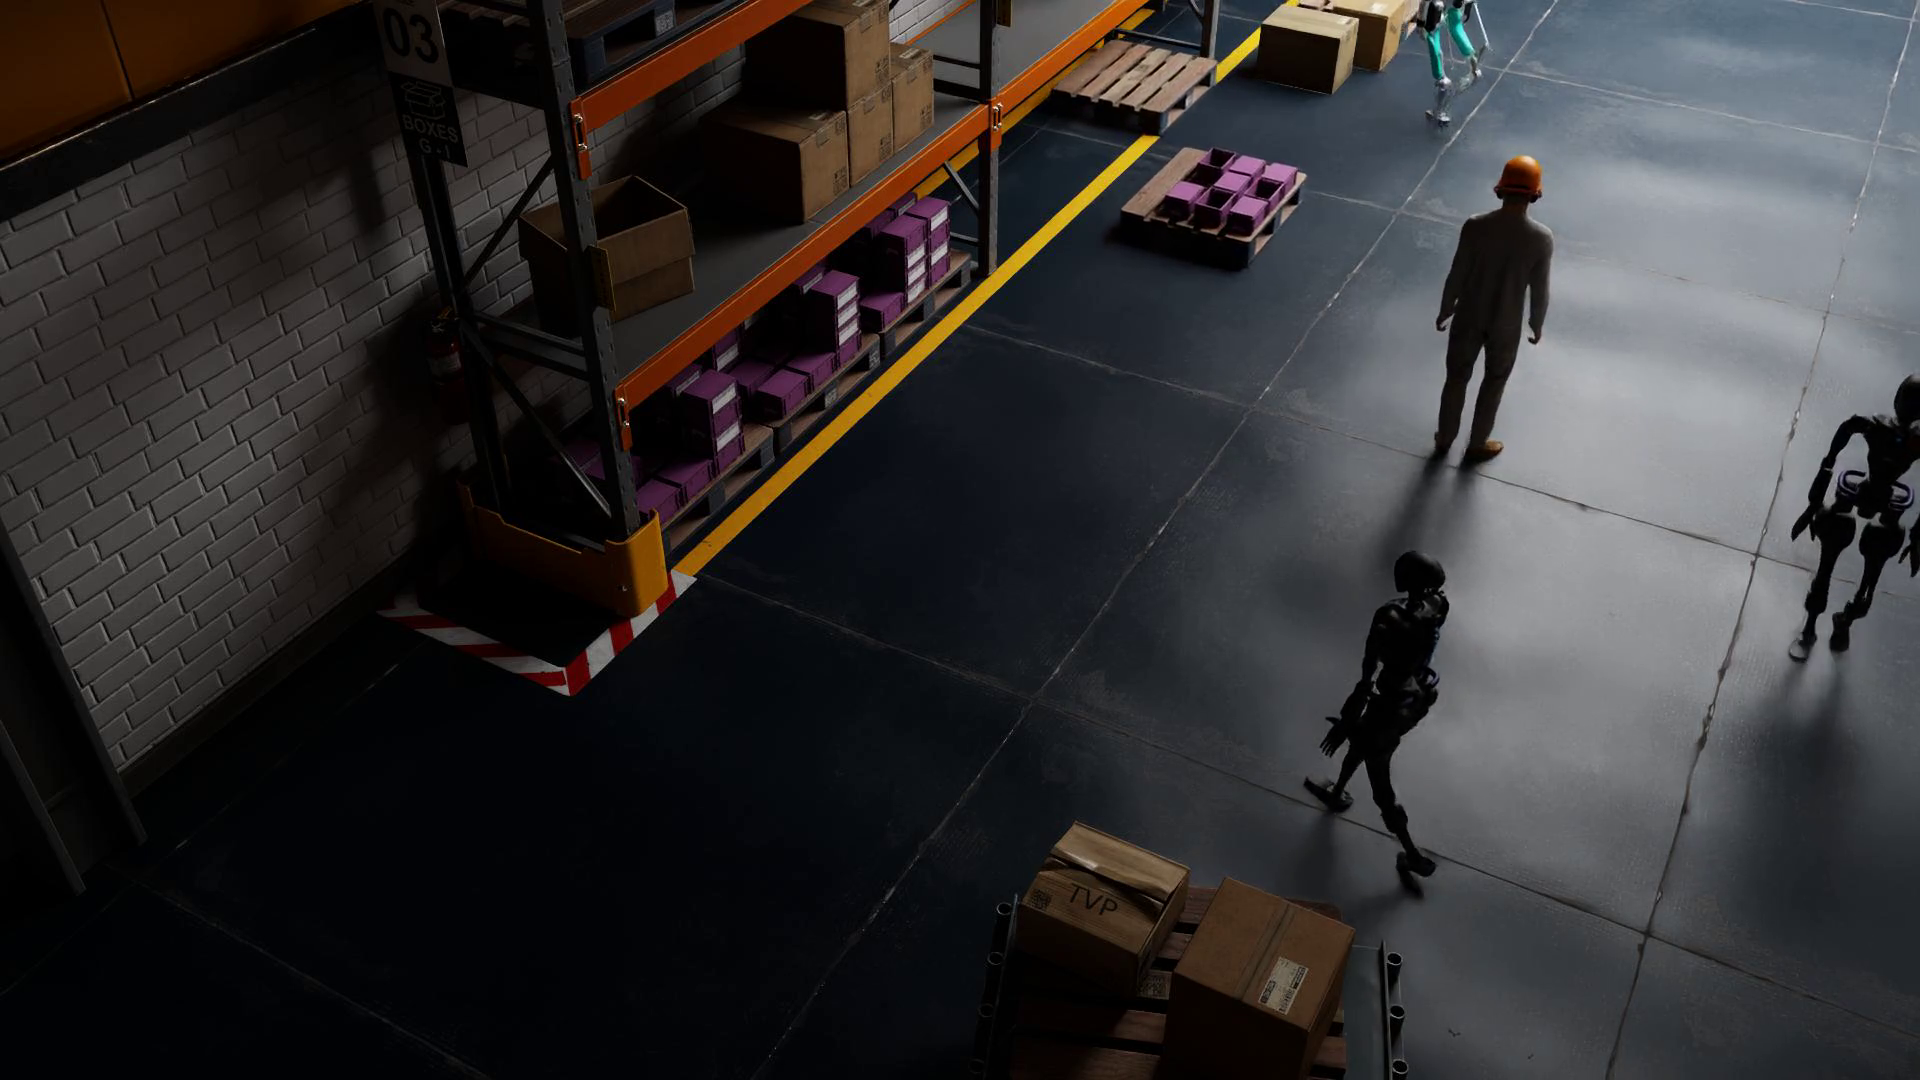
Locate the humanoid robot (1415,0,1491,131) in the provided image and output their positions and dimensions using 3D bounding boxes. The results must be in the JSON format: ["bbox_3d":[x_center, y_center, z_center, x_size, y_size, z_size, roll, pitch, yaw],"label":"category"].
[{"bbox_3d":[3.943,-4.048,13.194,0.537,1.892,0.708,-19,42,-22],"label":"humanoid robot"}]

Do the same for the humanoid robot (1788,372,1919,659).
[{"bbox_3d":[4.492,-0.097,8.237,0.592,1.658,0.432,19,43,23],"label":"humanoid robot"}]

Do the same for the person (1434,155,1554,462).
[{"bbox_3d":[3.064,-1.313,9.581,0.594,1.881,0.414,11,40,14],"label":"person"}]

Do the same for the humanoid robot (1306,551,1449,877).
[{"bbox_3d":[1.882,0.733,7.231,0.584,1.644,0.782,-29,47,-32],"label":"humanoid robot"}]
